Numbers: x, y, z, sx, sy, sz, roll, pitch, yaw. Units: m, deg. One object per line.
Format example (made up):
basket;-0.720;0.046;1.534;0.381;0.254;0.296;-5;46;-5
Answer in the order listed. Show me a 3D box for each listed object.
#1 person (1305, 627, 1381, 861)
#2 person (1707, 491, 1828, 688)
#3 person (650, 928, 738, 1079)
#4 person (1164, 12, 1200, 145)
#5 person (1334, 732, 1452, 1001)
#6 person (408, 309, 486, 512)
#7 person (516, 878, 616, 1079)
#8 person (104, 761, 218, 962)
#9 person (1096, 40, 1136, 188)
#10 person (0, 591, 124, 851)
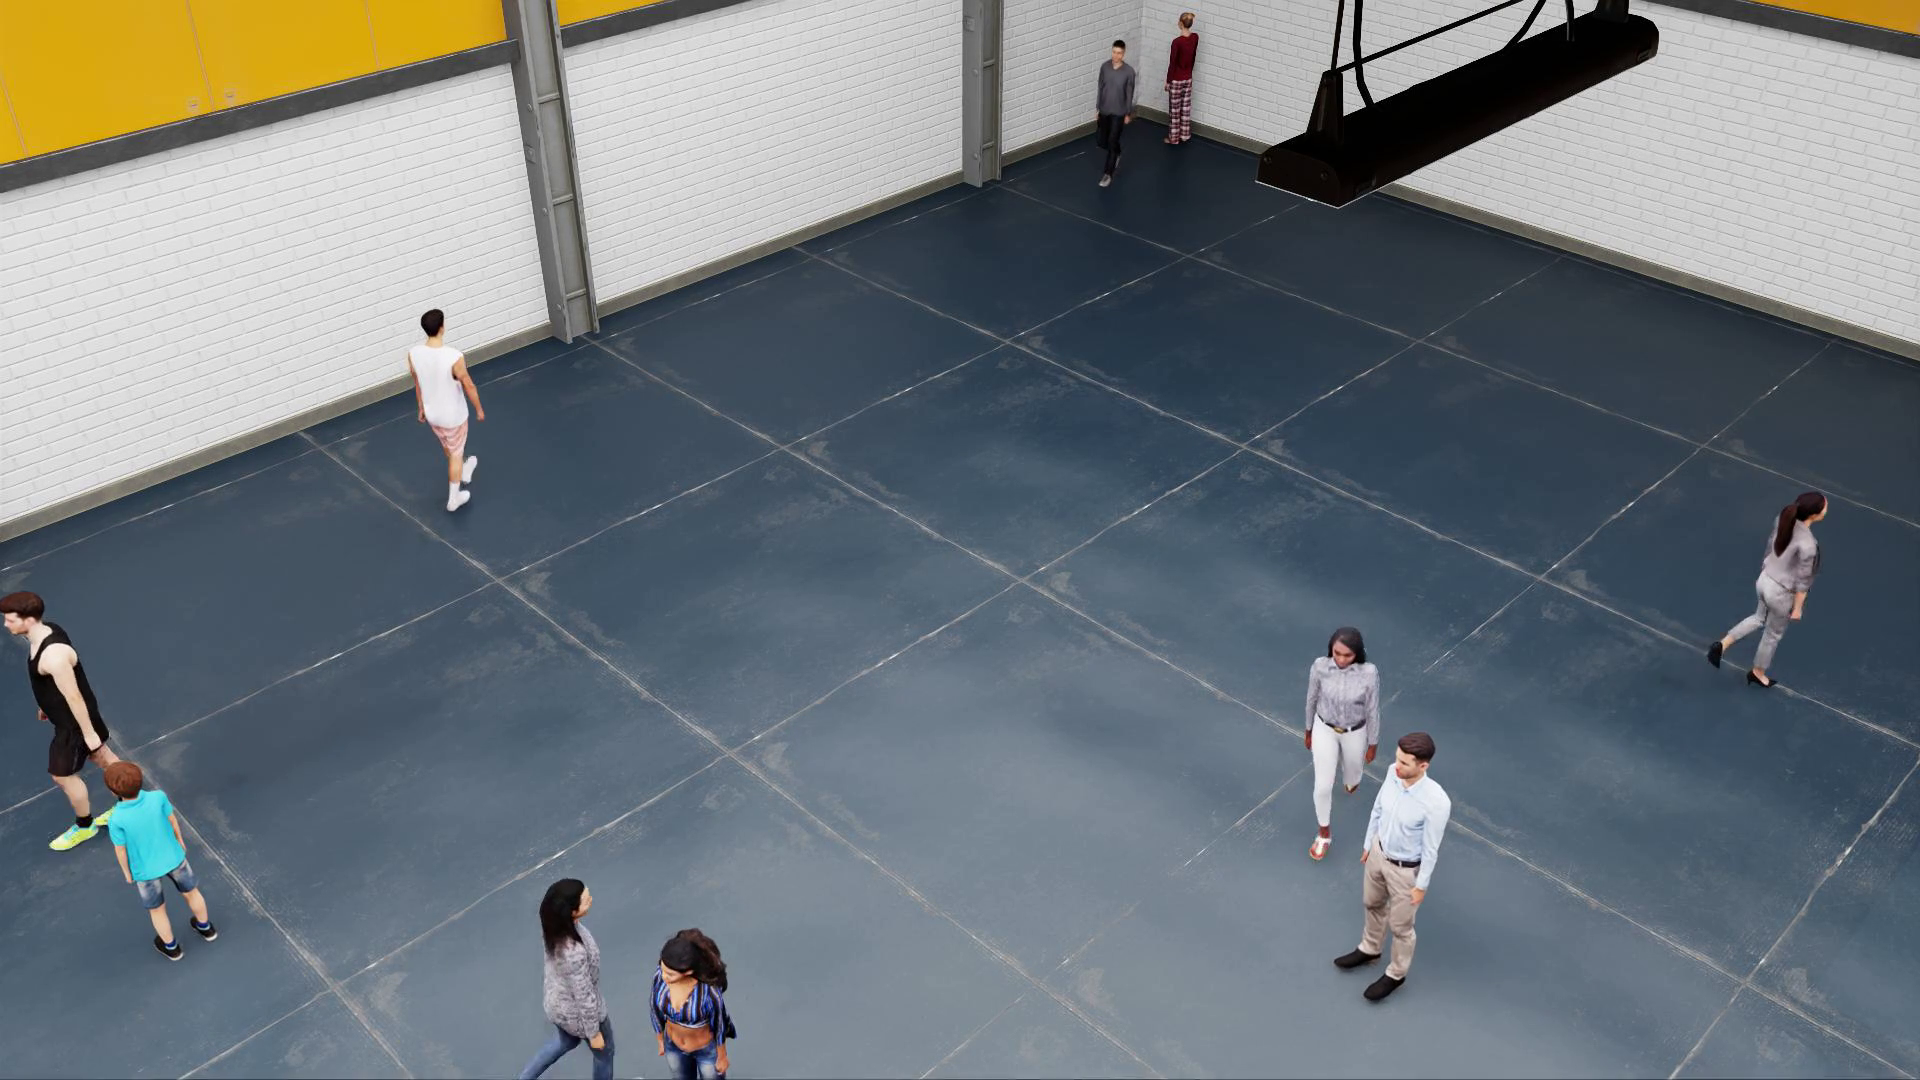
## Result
person;2.443;1.209;10.609;0.875;1.700;1.095;11;35;16
person;5.768;0.383;11.883;0.928;1.665;0.856;-3;34;-4
person;-1.368;2.604;8.585;0.687;1.618;0.686;11;35;16
person;2.840;-5.942;21.369;0.461;1.698;0.691;-25;41;-32
person;2.521;1.839;9.530;0.695;1.845;0.710;-17;37;-24
person;-4.342;-1.047;13.951;0.959;1.757;1.084;6;34;10
person;-2.092;2.475;8.697;1.014;1.708;0.752;-20;39;-28
person;-4.750;1.877;9.830;0.579;1.449;0.426;27;42;34
person;1.891;-5.225;20.243;0.773;1.750;0.954;18;37;24
person;-5.595;1.084;10.638;0.859;1.876;0.787;-22;39;-29
